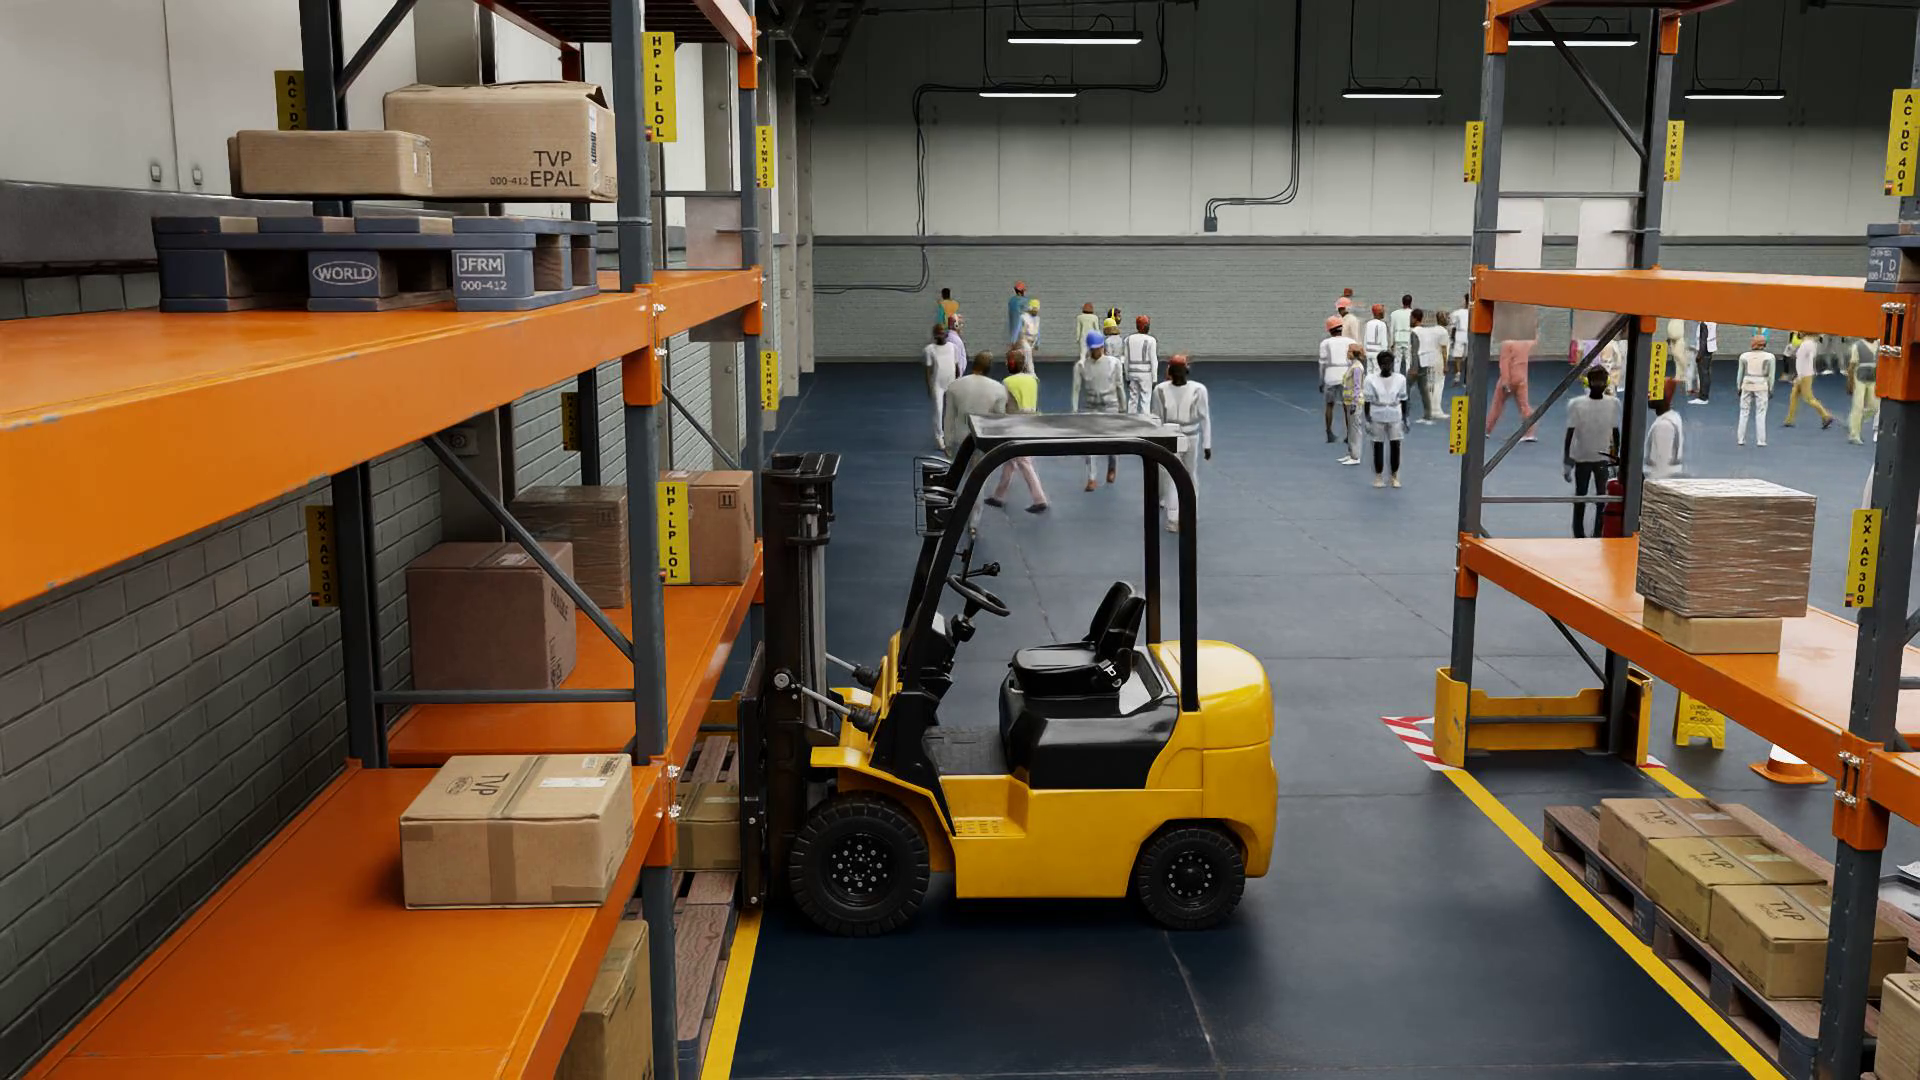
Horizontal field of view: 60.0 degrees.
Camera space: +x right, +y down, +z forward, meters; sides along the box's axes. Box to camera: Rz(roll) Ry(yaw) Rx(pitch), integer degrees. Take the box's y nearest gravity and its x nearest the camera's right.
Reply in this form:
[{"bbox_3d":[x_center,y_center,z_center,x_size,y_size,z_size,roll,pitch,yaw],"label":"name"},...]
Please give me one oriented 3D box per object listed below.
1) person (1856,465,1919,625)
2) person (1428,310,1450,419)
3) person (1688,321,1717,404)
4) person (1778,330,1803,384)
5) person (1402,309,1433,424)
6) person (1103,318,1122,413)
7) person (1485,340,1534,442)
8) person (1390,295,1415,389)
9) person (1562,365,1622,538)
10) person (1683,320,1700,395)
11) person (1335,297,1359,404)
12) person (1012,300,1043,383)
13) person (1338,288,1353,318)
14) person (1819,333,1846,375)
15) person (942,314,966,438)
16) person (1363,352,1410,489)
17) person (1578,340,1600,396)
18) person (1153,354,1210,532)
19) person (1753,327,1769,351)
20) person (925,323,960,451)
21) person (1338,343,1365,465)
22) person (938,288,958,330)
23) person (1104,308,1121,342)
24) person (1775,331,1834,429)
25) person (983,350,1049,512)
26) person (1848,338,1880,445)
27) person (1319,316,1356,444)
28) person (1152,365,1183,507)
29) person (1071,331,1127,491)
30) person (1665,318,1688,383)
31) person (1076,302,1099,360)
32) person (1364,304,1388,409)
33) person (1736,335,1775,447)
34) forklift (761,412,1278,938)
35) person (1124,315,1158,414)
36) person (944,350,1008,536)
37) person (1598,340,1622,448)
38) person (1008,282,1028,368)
[{"bbox_3d":[6.160,0.105,11.061,0.389,1.837,0.560,2,10,11],"label":"person"},{"bbox_3d":[8.105,-2.970,28.155,0.327,1.842,0.517,-2,10,-13],"label":"person"},{"bbox_3d":[13.759,-3.470,30.730,0.392,1.920,0.593,7,12,35],"label":"person"},{"bbox_3d":[17.612,-4.122,35.047,0.557,1.665,0.594,-3,10,-14],"label":"person"},{"bbox_3d":[7.450,-2.858,27.411,0.855,1.882,0.617,7,12,34],"label":"person"},{"bbox_3d":[2.479,-2.775,27.371,0.311,1.735,0.484,6,12,32],"label":"person"},{"bbox_3d":[8.298,-2.420,25.077,0.648,1.853,1.005,-6,12,-29],"label":"person"},{"bbox_3d":[9.020,-4.007,33.720,0.597,1.918,0.382,6,12,30],"label":"person"},{"bbox_3d":[5.943,-0.713,15.589,0.564,1.840,0.784,2,10,9],"label":"person"},{"bbox_3d":[14.374,-3.788,32.543,0.487,1.901,0.672,-5,11,-24],"label":"person"},{"bbox_3d":[7.084,-3.477,30.636,0.478,1.972,0.632,-2,10,-12],"label":"person"},{"bbox_3d":[1.406,-4.238,35.455,0.630,1.771,0.895,-10,14,-44],"label":"person"},{"bbox_3d":[9.228,-5.084,39.847,0.362,1.877,0.585,-2,10,-13],"label":"person"},{"bbox_3d":[19.715,-4.662,37.484,0.405,1.877,0.759,-4,11,-20],"label":"person"},{"bbox_3d":[-0.098,-2.464,25.190,0.399,1.900,0.644,-4,11,-21],"label":"person"},{"bbox_3d":[5.149,-1.440,20.126,0.558,1.662,0.434,1,10,8],"label":"person"},{"bbox_3d":[10.351,-2.785,27.148,0.547,1.832,0.402,0,10,1],"label":"person"},{"bbox_3d":[2.332,-1.047,17.452,0.611,1.847,0.979,3,10,14],"label":"person"},{"bbox_3d":[16.606,-4.111,34.555,0.351,1.834,0.518,7,12,32],"label":"person"},{"bbox_3d":[-0.225,-2.186,23.816,0.527,1.836,0.418,-2,10,-11],"label":"person"},{"bbox_3d":[5.289,-1.831,22.365,0.308,1.644,0.514,1,10,5],"label":"person"},{"bbox_3d":[-0.275,-5.011,39.371,0.440,1.907,0.689,8,13,39],"label":"person"},{"bbox_3d":[2.590,-2.977,28.122,0.329,1.872,0.508,1,10,4],"label":"person"},{"bbox_3d":[13.597,-2.636,26.623,0.822,1.731,0.524,8,13,36],"label":"person"},{"bbox_3d":[0.628,-1.208,18.515,0.968,1.803,0.595,7,12,35],"label":"person"},{"bbox_3d":[13.326,-2.312,24.537,0.621,1.823,0.430,-4,11,-19],"label":"person"},{"bbox_3d":[5.597,-2.364,24.676,0.555,1.899,0.475,1,10,5],"label":"person"},{"bbox_3d":[2.412,-1.174,18.765,0.508,1.632,0.317,0,10,0],"label":"person"},{"bbox_3d":[1.683,-1.571,20.141,0.655,1.924,0.810,2,10,12],"label":"person"},{"bbox_3d":[15.217,-4.327,35.166,0.538,2.000,0.695,-3,11,-16],"label":"person"},{"bbox_3d":[2.857,-4.495,37.237,0.509,1.632,0.269,3,11,16],"label":"person"},{"bbox_3d":[7.427,-3.259,29.651,0.355,1.885,0.573,-4,11,-22],"label":"person"},{"bbox_3d":[11.659,-2.187,24.398,0.519,1.633,0.314,9,13,40],"label":"person"},{"bbox_3d":[0.291,0.548,7.580,2.313,2.155,1.214,0,10,-2],"label":"forklift"},{"bbox_3d":[2.739,-2.445,25.115,0.587,1.882,0.341,9,14,42],"label":"person"},{"bbox_3d":[0.155,-0.972,16.882,0.666,1.905,0.399,2,10,11],"label":"person"},{"bbox_3d":[9.474,-2.295,24.187,0.391,1.923,0.549,6,12,29],"label":"person"},{"bbox_3d":[1.418,-5.093,39.427,0.379,2.041,0.616,-8,13,-39],"label":"person"}]
